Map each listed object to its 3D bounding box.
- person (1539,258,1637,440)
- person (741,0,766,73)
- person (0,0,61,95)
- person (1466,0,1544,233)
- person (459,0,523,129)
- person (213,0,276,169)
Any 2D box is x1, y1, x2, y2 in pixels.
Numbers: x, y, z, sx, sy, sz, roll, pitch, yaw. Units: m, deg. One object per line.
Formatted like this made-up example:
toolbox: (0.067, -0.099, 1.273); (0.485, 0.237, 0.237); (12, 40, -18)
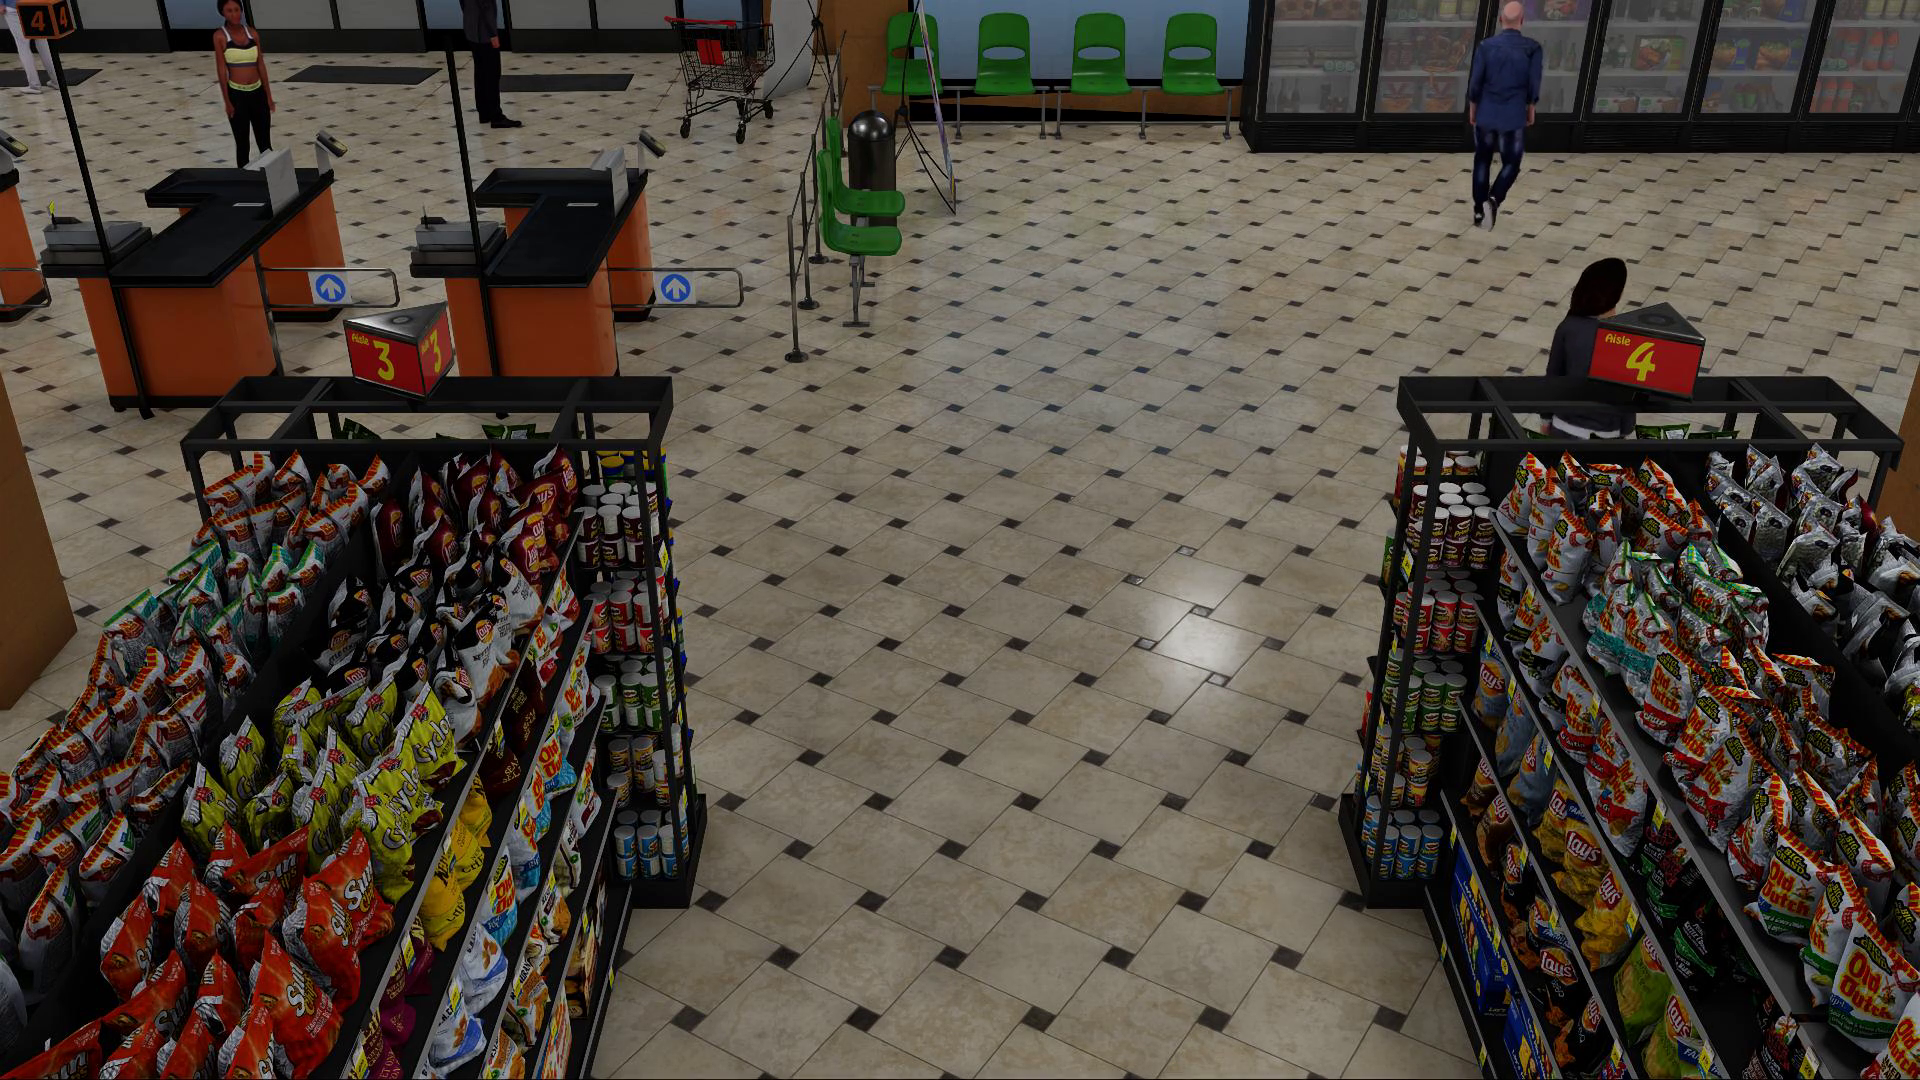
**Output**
person: (3.016, -0.490, 8.121); (1.024, 1.748, 0.993); (-24, 37, -36)
person: (-2.326, -6.102, 18.354); (0.729, 1.792, 0.618); (-15, 32, -26)
person: (-9.861, -5.657, 17.439); (0.799, 1.888, 0.679); (16, 32, 27)
person: (4.311, -3.329, 13.260); (0.967, 1.808, 1.118); (12, 31, 21)
person: (-4.666, -4.990, 16.265); (0.870, 1.842, 0.777); (-21, 35, -33)
person: (-6.004, -3.700, 13.995); (0.641, 1.754, 0.689); (-22, 36, -35)
